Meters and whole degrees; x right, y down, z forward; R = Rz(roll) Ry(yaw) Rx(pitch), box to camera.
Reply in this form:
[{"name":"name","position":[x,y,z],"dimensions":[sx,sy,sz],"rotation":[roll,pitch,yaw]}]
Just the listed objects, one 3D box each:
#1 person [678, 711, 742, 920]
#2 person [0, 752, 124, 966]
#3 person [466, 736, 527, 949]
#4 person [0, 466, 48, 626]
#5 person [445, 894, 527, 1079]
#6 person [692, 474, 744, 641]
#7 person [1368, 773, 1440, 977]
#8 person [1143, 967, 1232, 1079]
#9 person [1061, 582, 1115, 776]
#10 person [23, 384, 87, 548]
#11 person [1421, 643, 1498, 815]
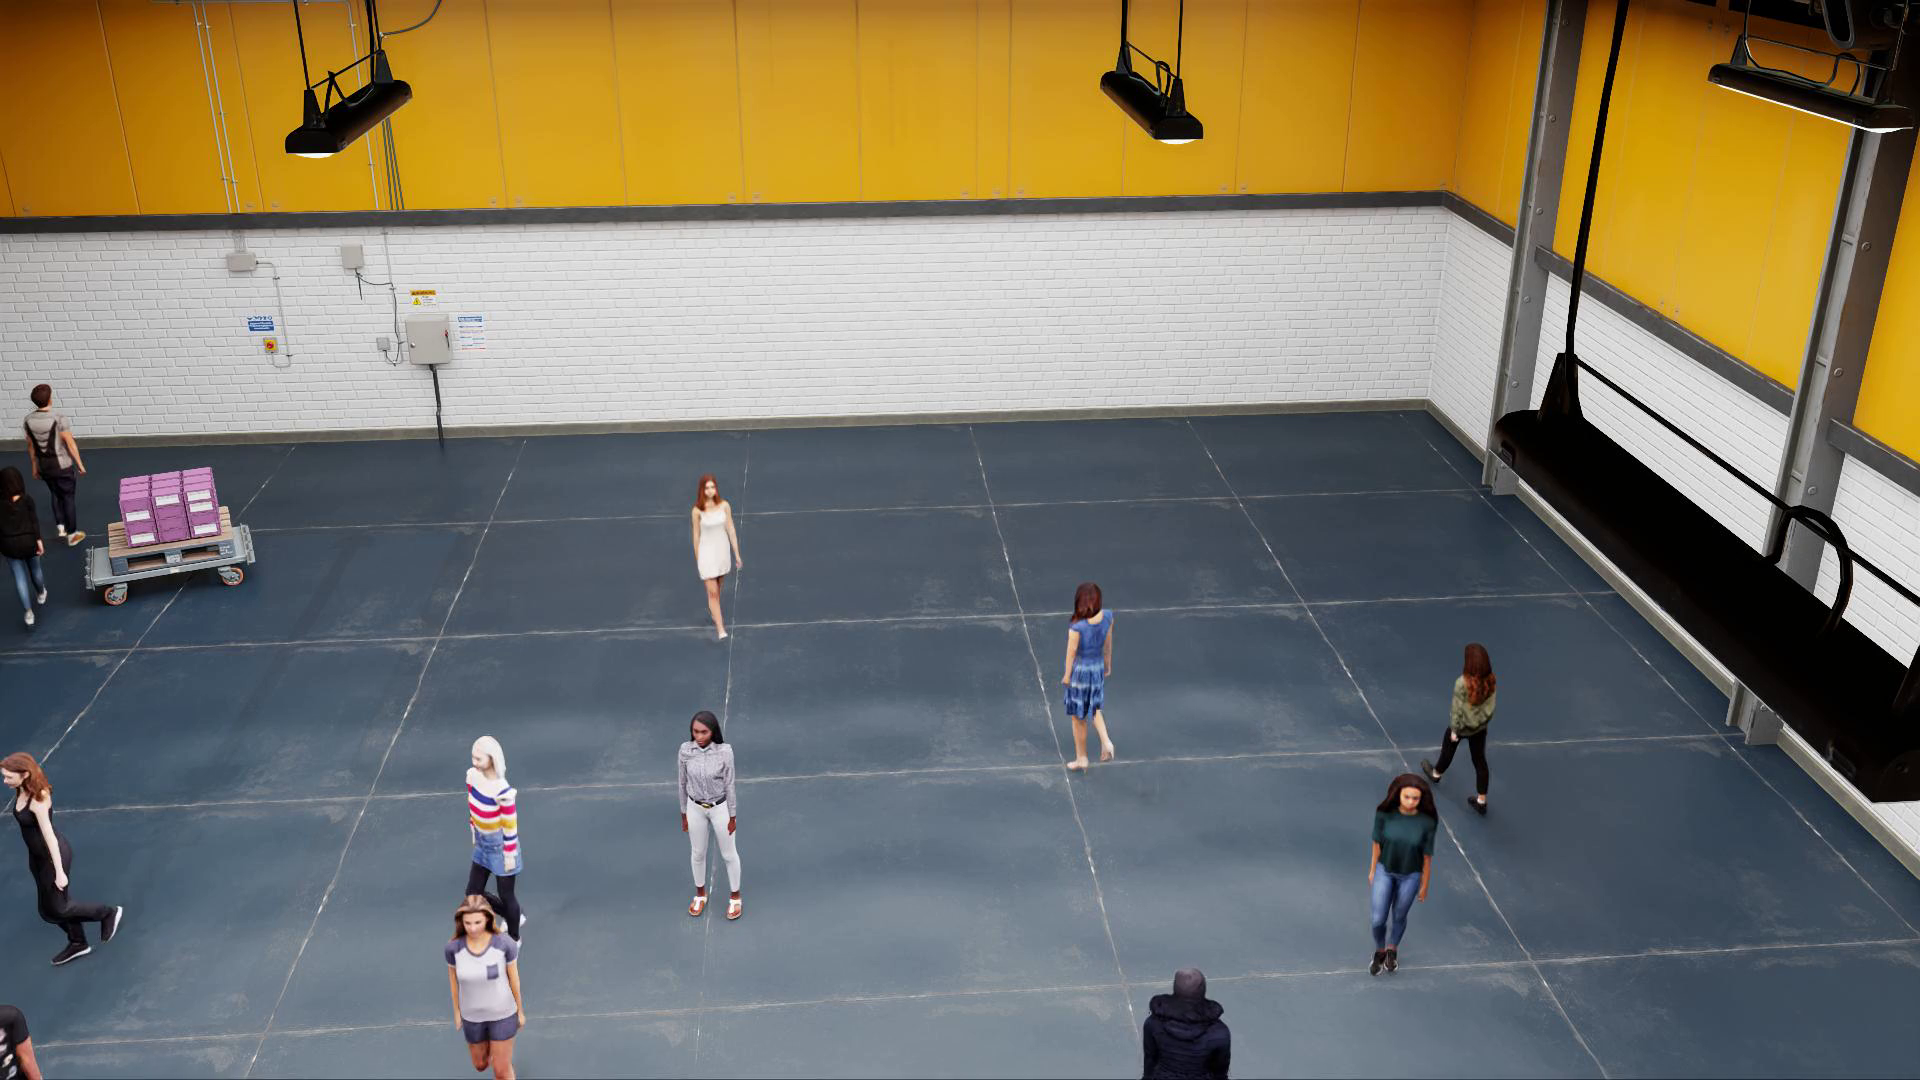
[{"name":"person","position":[-1.853,2.020,12.344],"dimensions":[0.628,1.722,0.574],"rotation":[3,24,7]},{"name":"person","position":[-6.396,2.228,11.861],"dimensions":[0.848,1.727,0.907],"rotation":[19,30,37]},{"name":"person","position":[-3.258,2.162,11.917],"dimensions":[0.791,1.803,0.843],"rotation":[17,29,34]},{"name":"person","position":[-9.568,0.088,16.910],"dimensions":[0.824,1.604,1.150],"rotation":[-11,26,-23]},{"name":"person","position":[-2.910,2.898,10.346],"dimensions":[0.635,1.714,0.942],"rotation":[0,24,-1]},{"name":"person","position":[-2.494,0.119,16.766],"dimensions":[0.834,1.663,1.183],"rotation":[-11,26,-23]},{"name":"person","position":[3.118,2.324,11.795],"dimensions":[0.703,1.604,0.746],"rotation":[8,25,17]},{"name":"person","position":[1.282,3.234,9.647],"dimensions":[0.900,1.657,1.107],"rotation":[7,25,16]},{"name":"person","position":[1.129,1.216,14.089],"dimensions":[0.857,1.797,0.916],"rotation":[-21,31,-40]},{"name":"person","position":[-10.147,-0.798,18.590],"dimensions":[0.659,1.881,0.597],"rotation":[-2,24,-4]},{"name":"person","position":[4.247,1.577,13.716],"dimensions":[0.784,1.434,1.049],"rotation":[-9,25,-19]}]
